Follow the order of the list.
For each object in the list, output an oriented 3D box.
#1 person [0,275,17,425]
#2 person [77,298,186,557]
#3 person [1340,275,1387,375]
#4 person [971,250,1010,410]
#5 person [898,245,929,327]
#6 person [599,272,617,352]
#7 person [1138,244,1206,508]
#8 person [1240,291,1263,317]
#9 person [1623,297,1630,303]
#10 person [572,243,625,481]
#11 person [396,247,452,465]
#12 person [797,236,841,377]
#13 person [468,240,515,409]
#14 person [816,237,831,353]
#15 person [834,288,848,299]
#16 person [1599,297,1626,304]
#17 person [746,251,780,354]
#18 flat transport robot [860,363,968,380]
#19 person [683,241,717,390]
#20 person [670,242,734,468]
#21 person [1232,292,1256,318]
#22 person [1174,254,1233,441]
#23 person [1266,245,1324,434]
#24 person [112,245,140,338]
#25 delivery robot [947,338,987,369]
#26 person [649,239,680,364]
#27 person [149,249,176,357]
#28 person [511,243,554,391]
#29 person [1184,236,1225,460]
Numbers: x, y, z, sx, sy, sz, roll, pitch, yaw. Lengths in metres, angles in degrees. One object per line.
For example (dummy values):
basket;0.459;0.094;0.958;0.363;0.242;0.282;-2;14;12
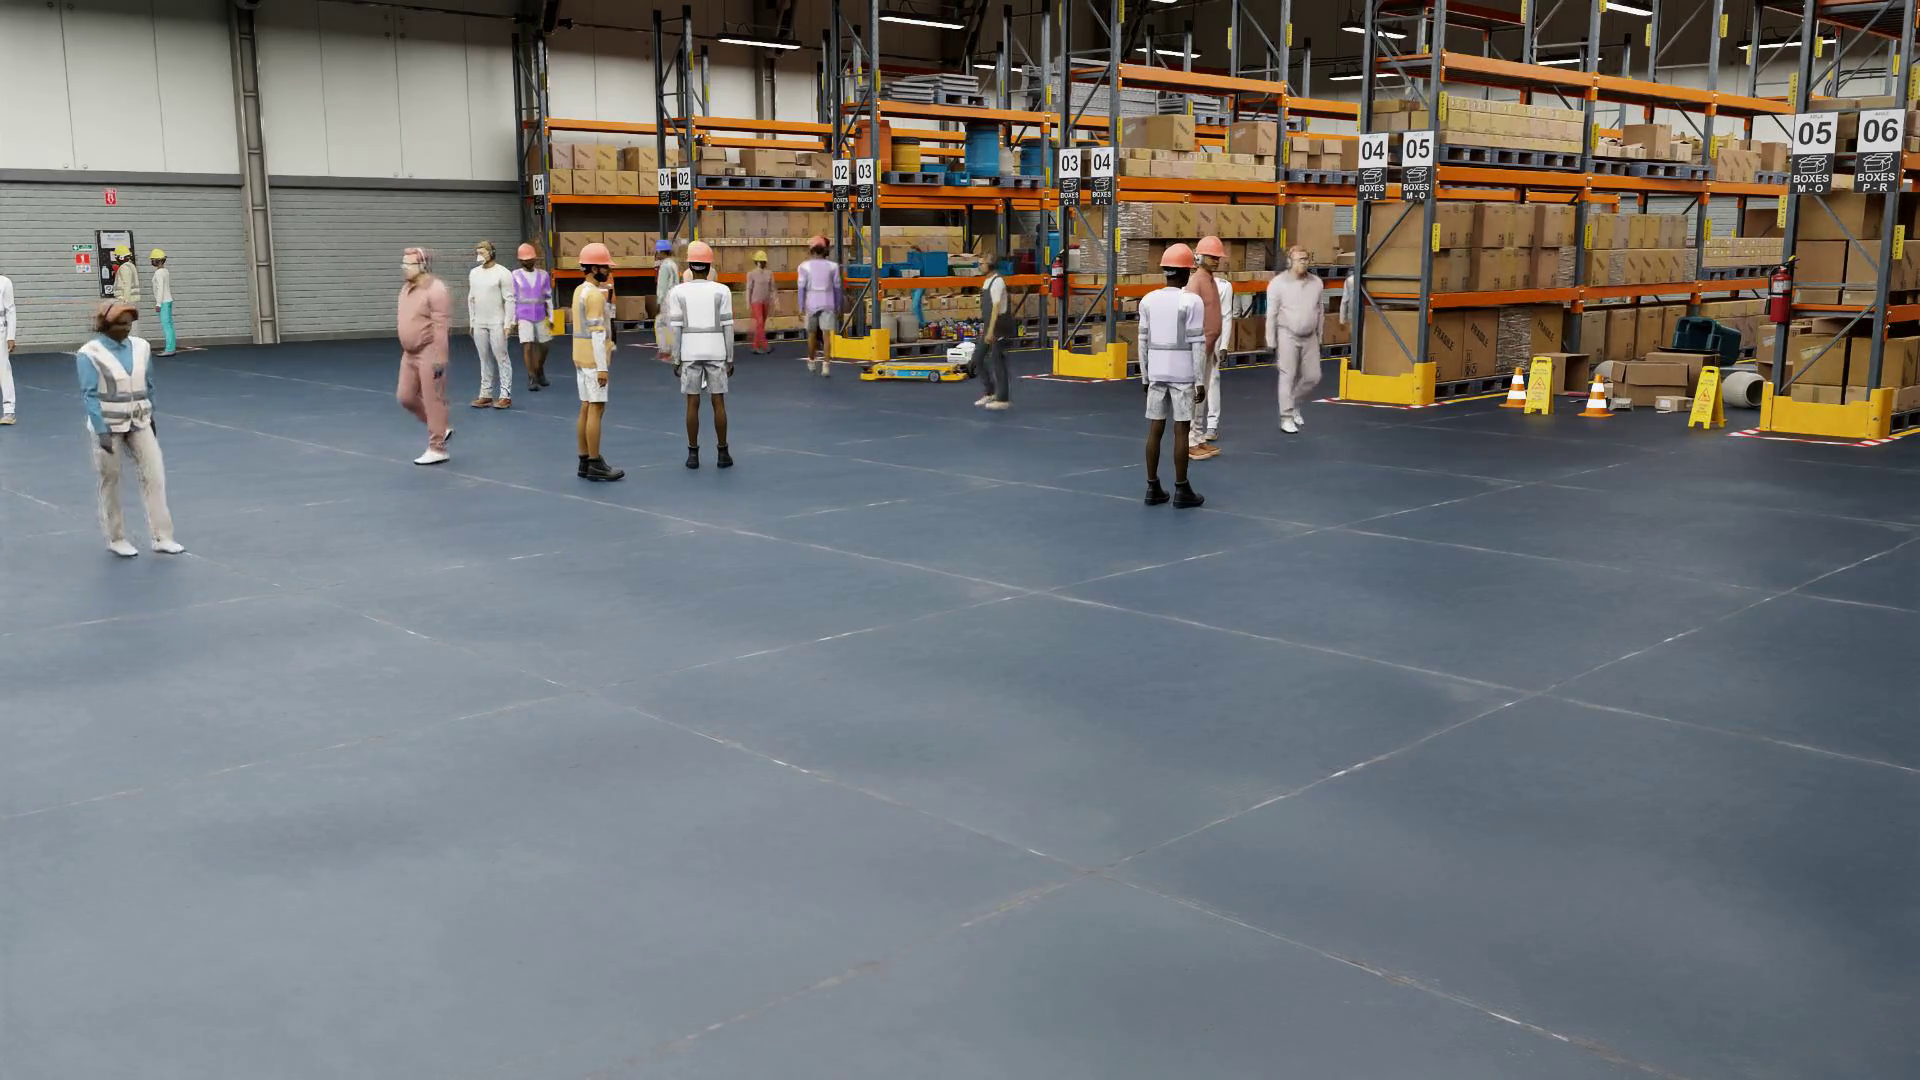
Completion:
person;-10.330;-2.165;17.667;0.574;1.883;0.356;-1;10;-6
person;-5.113;-0.677;10.252;0.665;1.614;0.528;6;12;30
person;5.465;-3.003;22.505;0.610;1.794;0.922;6;12;29
person;0.347;-2.409;19.165;0.514;1.825;0.515;-4;11;-22
person;-0.935;-4.902;32.814;0.836;1.804;0.578;-8;13;-36
person;-6.092;-4.086;28.639;0.321;1.699;0.537;-5;12;-26
person;1.596;-1.224;12.385;0.552;1.936;0.358;8;13;38
person;5.649;-4.907;32.338;0.418;1.986;0.632;-8;13;-38
person;14.127;-5.277;35.425;0.513;1.581;0.846;-3;11;-18
person;-3.001;-1.474;13.744;0.379;1.937;0.548;-5;12;-26
person;-4.714;-1.618;14.650;0.644;1.895;0.449;8;13;37
person;-2.028;-3.364;23.930;0.633;1.980;1.089;-2;11;-10
person;-5.465;-2.508;19.382;0.627;1.940;0.371;5;11;24
person;-2.361;-4.213;28.602;0.366;1.965;0.607;1;10;7
person;-2.531;-5.403;34.959;0.617;2.018;0.820;9;13;39
person;11.751;-4.341;29.910;0.492;1.742;0.324;9;14;40
person;-3.287;-3.979;28.013;0.531;1.721;0.907;-10;14;-43
flat transport robot;-0.635;-2.362;23.253;1.431;0.197;0.652;1;10;7
person;-3.412;-2.933;21.730;0.367;1.926;0.594;6;12;31
person;-2.230;-1.603;14.445;0.542;1.939;0.362;-1;10;-6
person;5.302;-4.600;31.047;0.429;1.846;0.628;-9;14;-40
person;2.378;-1.923;16.348;0.576;1.882;0.355;6;12;28
person;3.427;-2.045;16.962;0.661;1.899;0.451;-3;11;-18
person;-14.261;-4.124;28.478;0.404;1.834;0.591;-3;11;-16
delivery robot;0.104;-2.650;23.791;0.477;0.478;0.707;5;12;26
person;-4.686;-3.728;26.057;0.686;1.924;0.645;0;10;-1
person;-13.284;-3.944;27.688;0.311;1.769;0.525;-3;11;-13
person;-5.582;-2.900;21.625;0.574;1.905;0.627;-6;12;-30
person;2.205;-1.745;15.074;0.392;1.991;0.612;5;11;25
